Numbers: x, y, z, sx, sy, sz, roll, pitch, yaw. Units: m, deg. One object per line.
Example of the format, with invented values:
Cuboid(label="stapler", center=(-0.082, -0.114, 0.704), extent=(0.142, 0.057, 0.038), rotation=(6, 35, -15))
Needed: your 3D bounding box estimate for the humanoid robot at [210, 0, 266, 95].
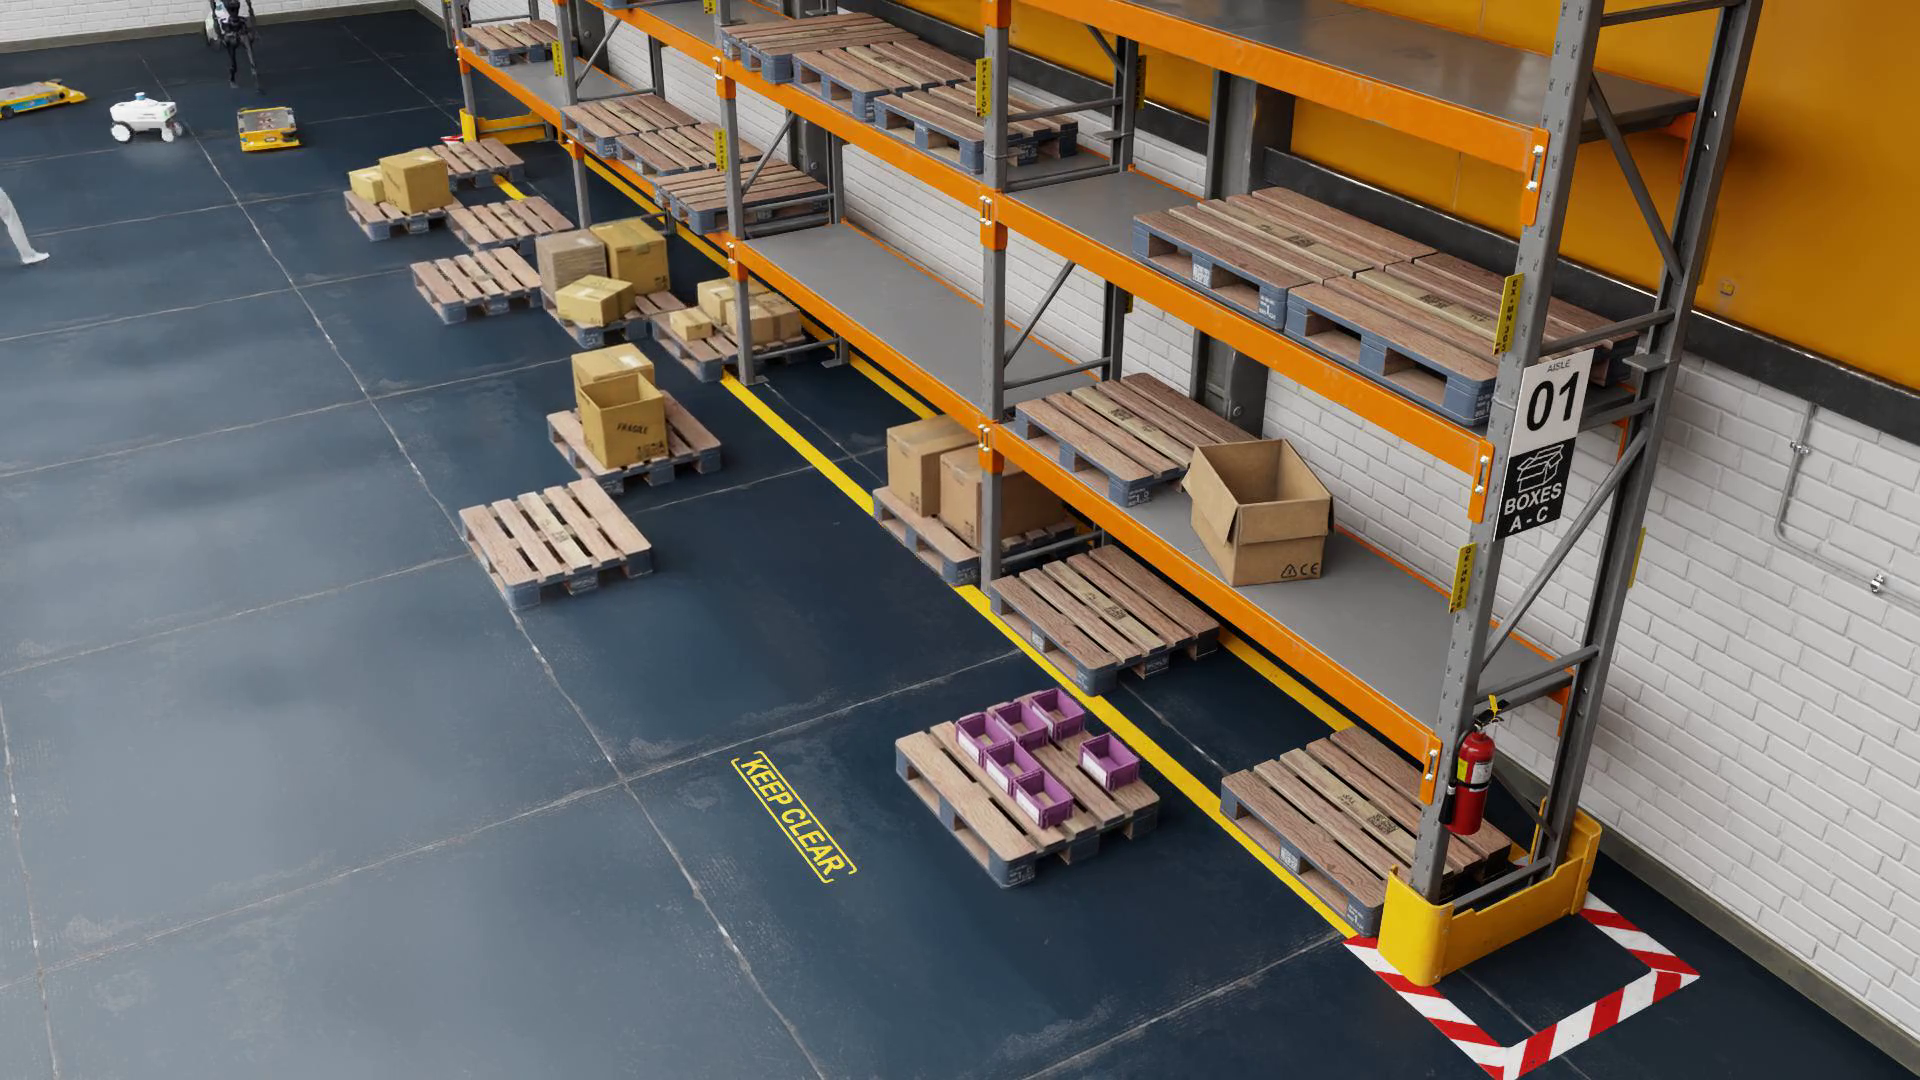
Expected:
Cuboid(label="humanoid robot", center=(-9.720, -6.826, 22.312), extent=(0.611, 1.633, 0.794), rotation=(-23, 37, -35))

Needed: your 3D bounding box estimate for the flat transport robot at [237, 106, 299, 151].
Cuboid(label="flat transport robot", center=(-8.610, -5.129, 20.686), extent=(0.659, 0.231, 1.431), rotation=(-11, 31, -19))

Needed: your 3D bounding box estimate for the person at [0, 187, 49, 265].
Cuboid(label="person", center=(-9.584, -3.425, 16.248), extent=(0.481, 1.675, 0.823), rotation=(14, 32, 23))

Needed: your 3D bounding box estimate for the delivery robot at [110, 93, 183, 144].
Cuboid(label="delivery robot", center=(-10.095, -5.212, 20.553), extent=(0.781, 0.605, 0.499), rotation=(-1, 30, -1))

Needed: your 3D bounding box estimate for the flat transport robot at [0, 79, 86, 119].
Cuboid(label="flat transport robot", center=(-12.333, -5.754, 21.790), extent=(0.659, 0.231, 1.431), rotation=(20, 35, 32))

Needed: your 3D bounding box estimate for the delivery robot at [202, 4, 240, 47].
Cuboid(label="delivery robot", center=(-11.109, -7.745, 24.993), extent=(0.499, 0.572, 0.747), rotation=(-8, 30, -13))
